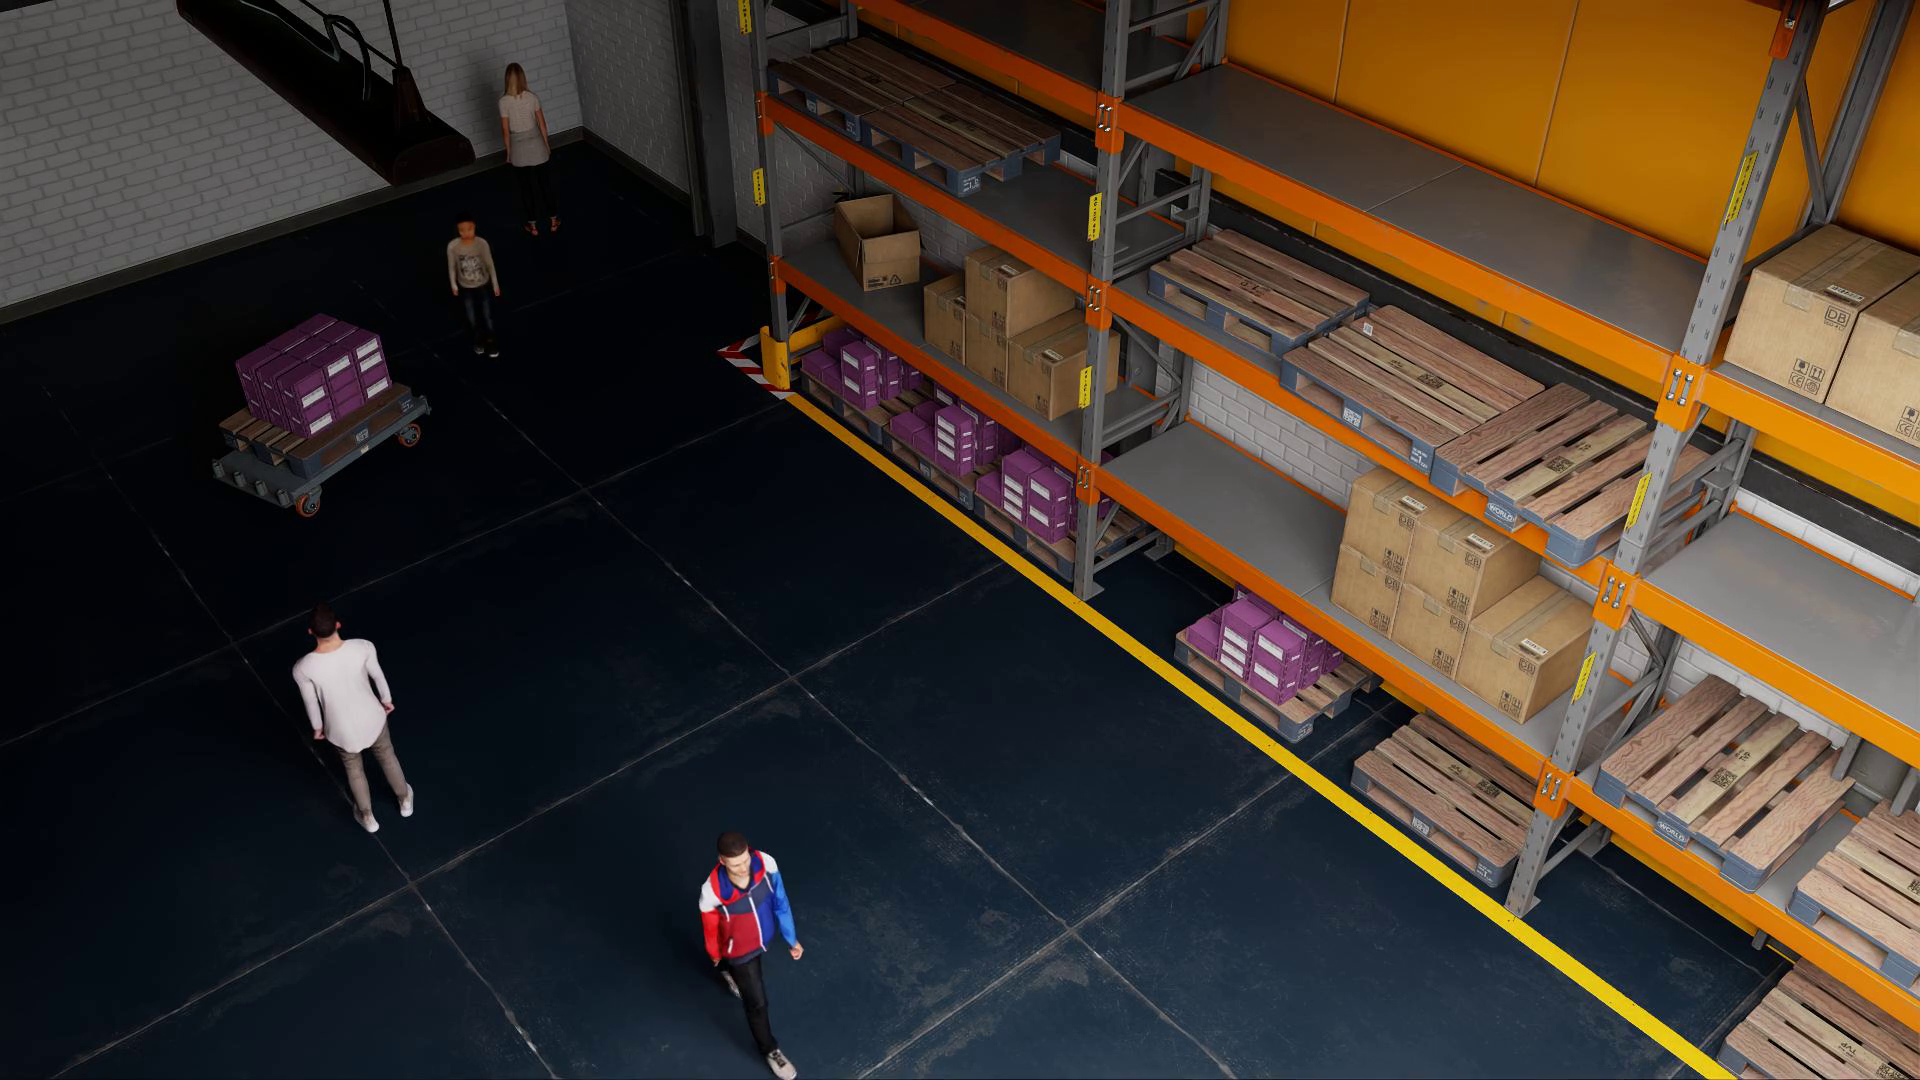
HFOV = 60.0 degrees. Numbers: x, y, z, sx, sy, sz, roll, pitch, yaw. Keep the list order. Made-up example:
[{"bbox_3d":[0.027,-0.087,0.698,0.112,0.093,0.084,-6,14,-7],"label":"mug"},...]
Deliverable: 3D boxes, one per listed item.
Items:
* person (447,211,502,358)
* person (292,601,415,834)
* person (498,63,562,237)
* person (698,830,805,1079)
[{"bbox_3d":[-4.474,-2.380,15.288,0.636,1.455,0.643,-13,40,-16],"label":"person"},{"bbox_3d":[-3.870,1.120,10.598,0.698,1.839,0.586,-21,43,-24],"label":"person"},{"bbox_3d":[-4.416,-3.987,17.002,0.669,1.826,0.644,-13,40,-16],"label":"person"},{"bbox_3d":[-1.251,2.178,9.368,0.693,1.720,1.161,-31,48,-33],"label":"person"}]
